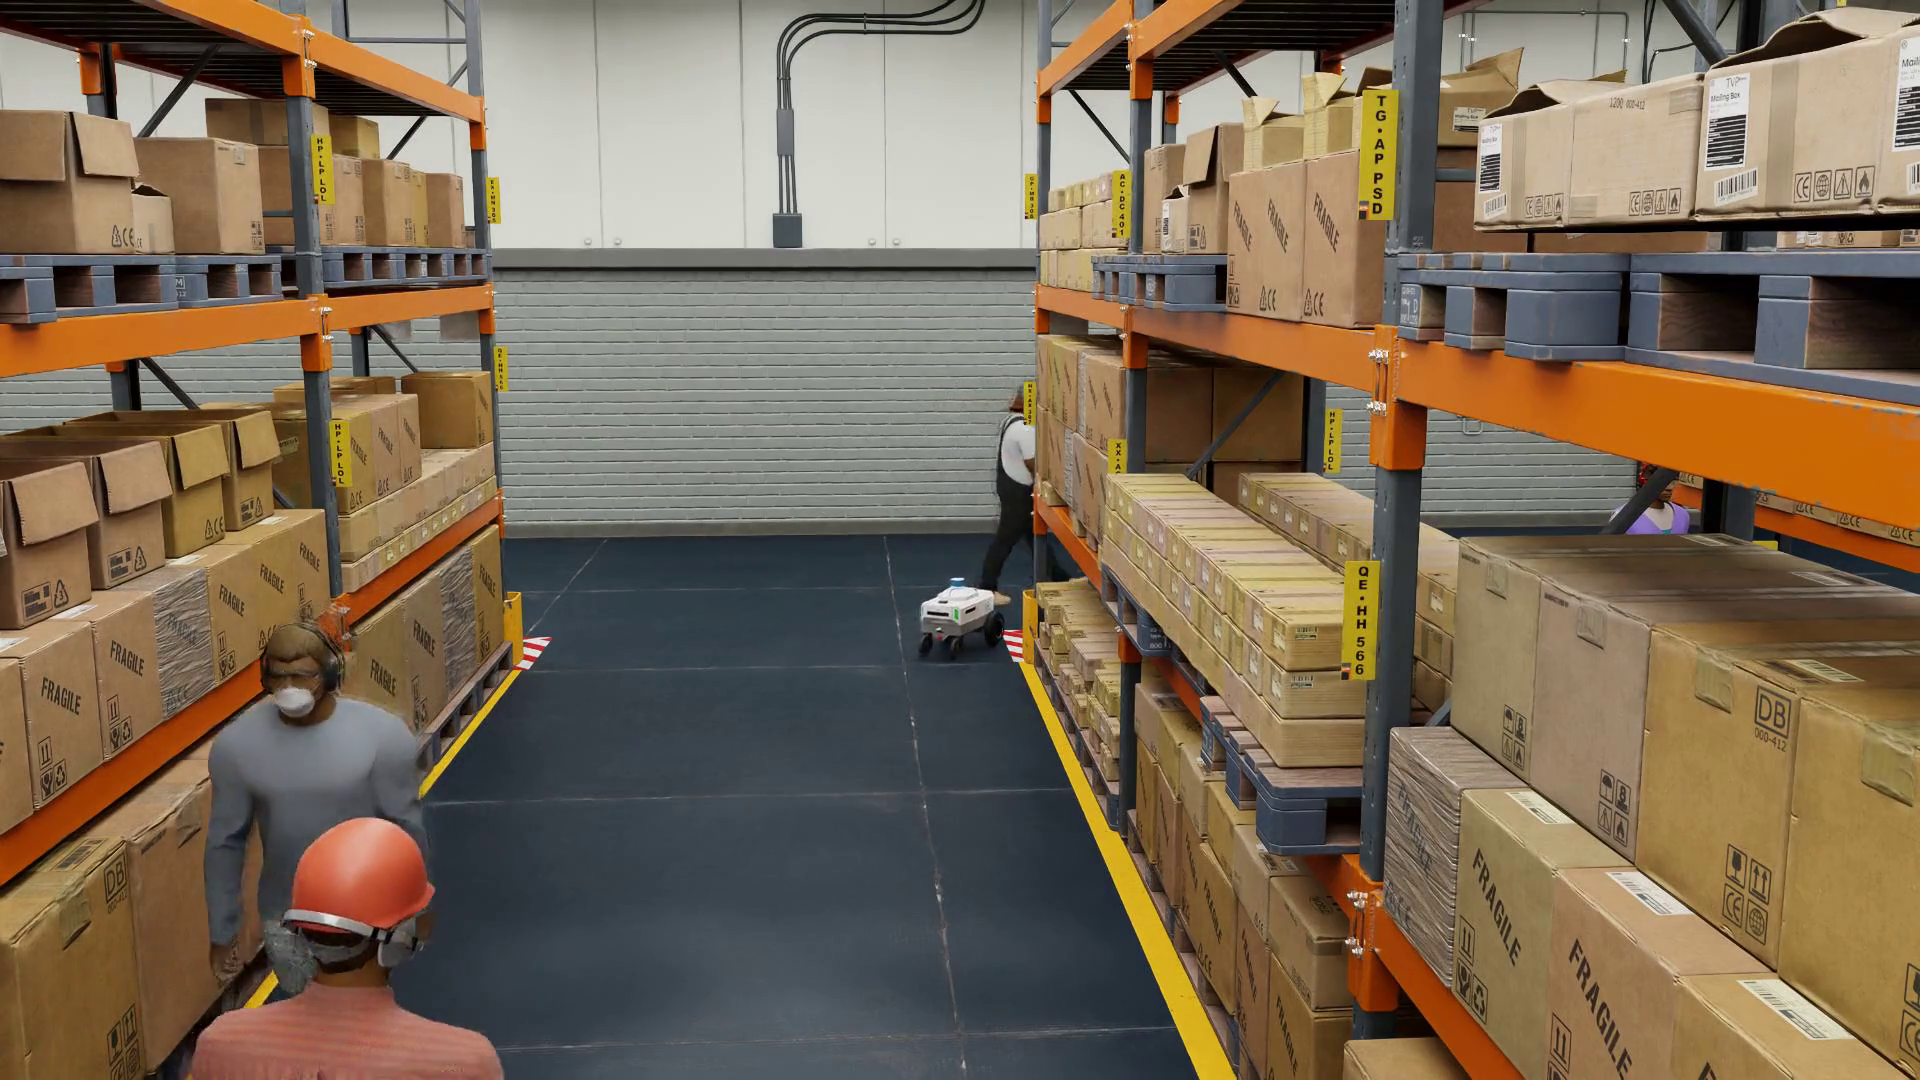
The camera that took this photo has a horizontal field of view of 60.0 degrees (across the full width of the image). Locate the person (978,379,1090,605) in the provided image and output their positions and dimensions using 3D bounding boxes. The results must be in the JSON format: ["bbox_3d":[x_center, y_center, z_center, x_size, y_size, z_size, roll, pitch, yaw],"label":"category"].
[{"bbox_3d":[0.621,-0.445,14.563,1.073,2.000,0.697,-1,10,-4],"label":"person"}]

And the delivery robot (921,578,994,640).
[{"bbox_3d":[-0.018,0.537,12.864,0.477,0.478,0.707,5,11,25],"label":"delivery robot"}]

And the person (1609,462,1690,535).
[{"bbox_3d":[4.167,0.406,10.127,0.567,1.846,0.389,-4,11,-24],"label":"person"}]

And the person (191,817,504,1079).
[{"bbox_3d":[-1.131,1.494,3.340,0.647,1.968,0.681,1,10,9],"label":"person"}]

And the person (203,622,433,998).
[{"bbox_3d":[-2.046,1.212,5.209,0.657,1.897,0.977,0,10,-2],"label":"person"}]

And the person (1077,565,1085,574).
[{"bbox_3d":[1.291,-0.605,15.807,0.373,1.941,0.627,-2,10,-9],"label":"person"}]
